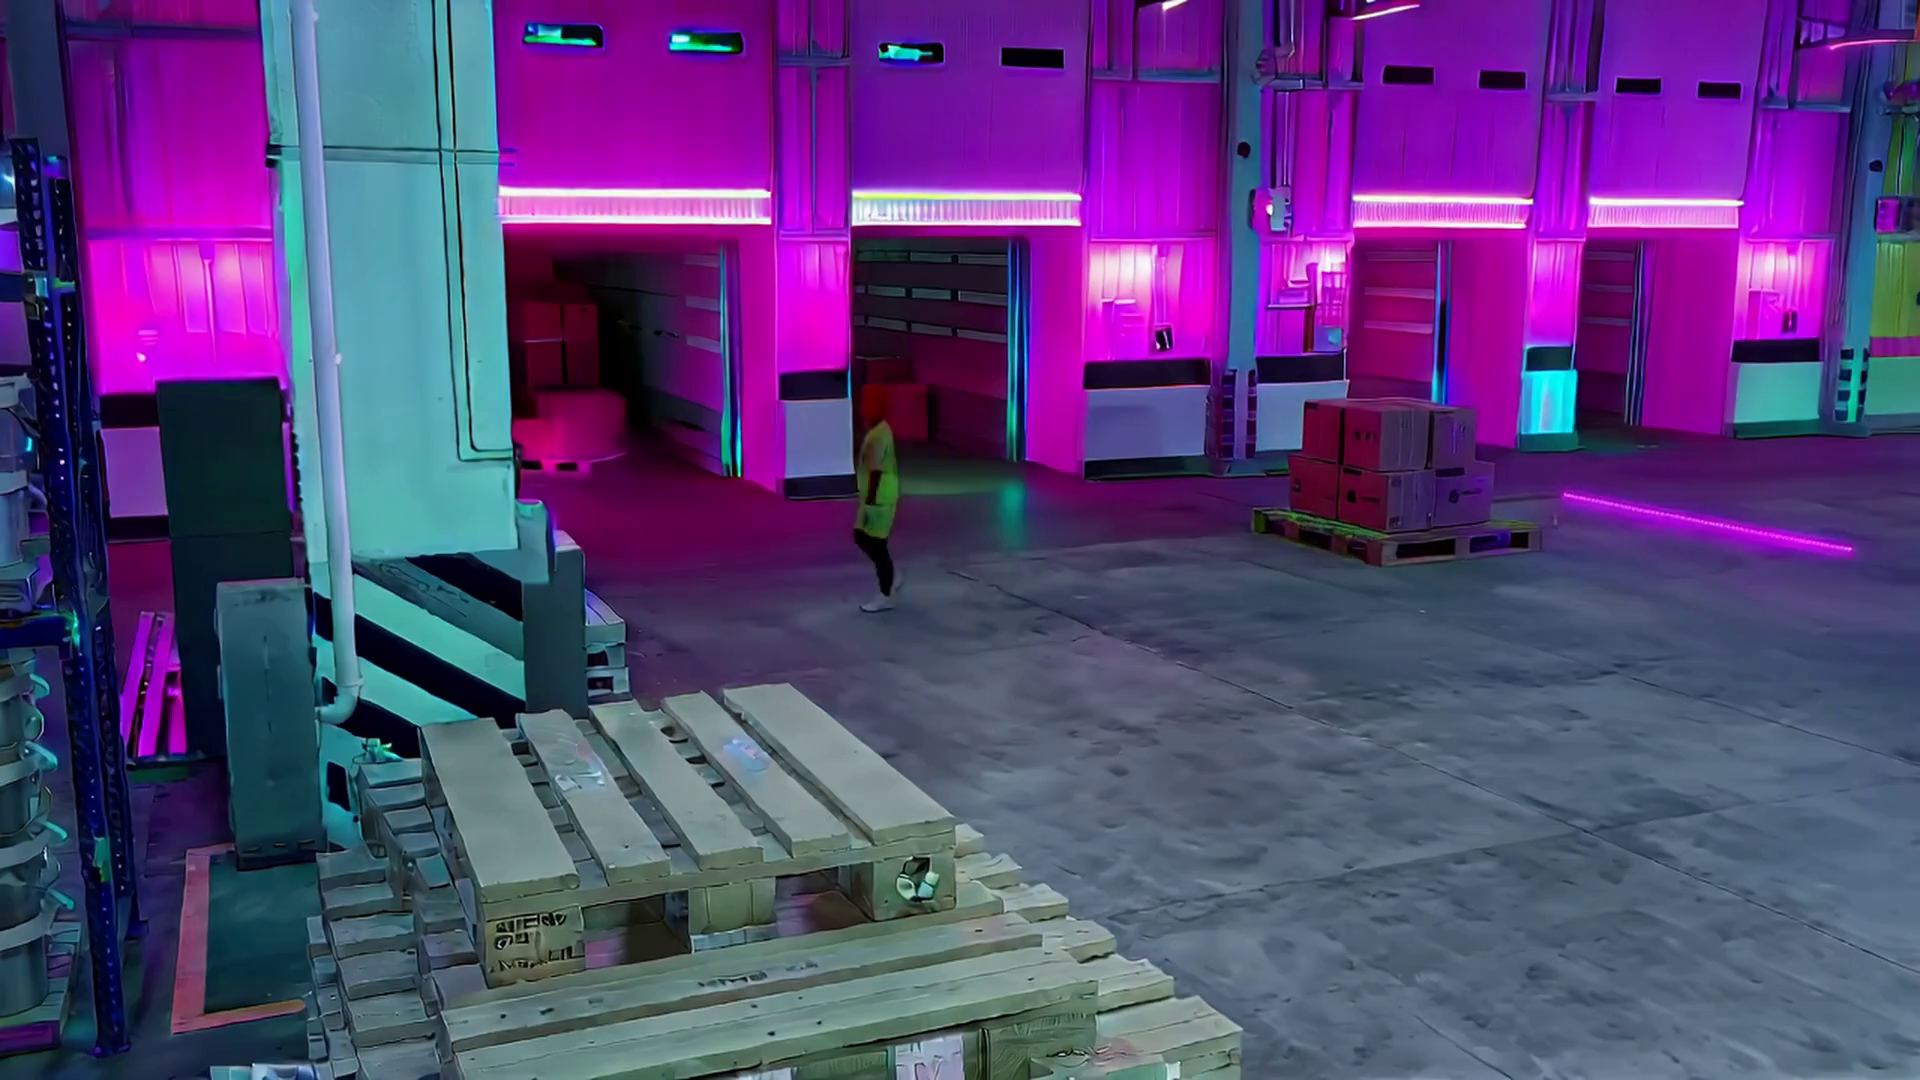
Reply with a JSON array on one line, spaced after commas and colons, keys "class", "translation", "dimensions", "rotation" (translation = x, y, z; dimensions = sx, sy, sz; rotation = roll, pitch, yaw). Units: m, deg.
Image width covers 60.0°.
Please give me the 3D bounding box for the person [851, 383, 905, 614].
[{"class": "person", "translation": [-0.619, -0.292, 12.096], "dimensions": [0.363, 1.688, 0.538], "rotation": [-1, 10, -7]}]
